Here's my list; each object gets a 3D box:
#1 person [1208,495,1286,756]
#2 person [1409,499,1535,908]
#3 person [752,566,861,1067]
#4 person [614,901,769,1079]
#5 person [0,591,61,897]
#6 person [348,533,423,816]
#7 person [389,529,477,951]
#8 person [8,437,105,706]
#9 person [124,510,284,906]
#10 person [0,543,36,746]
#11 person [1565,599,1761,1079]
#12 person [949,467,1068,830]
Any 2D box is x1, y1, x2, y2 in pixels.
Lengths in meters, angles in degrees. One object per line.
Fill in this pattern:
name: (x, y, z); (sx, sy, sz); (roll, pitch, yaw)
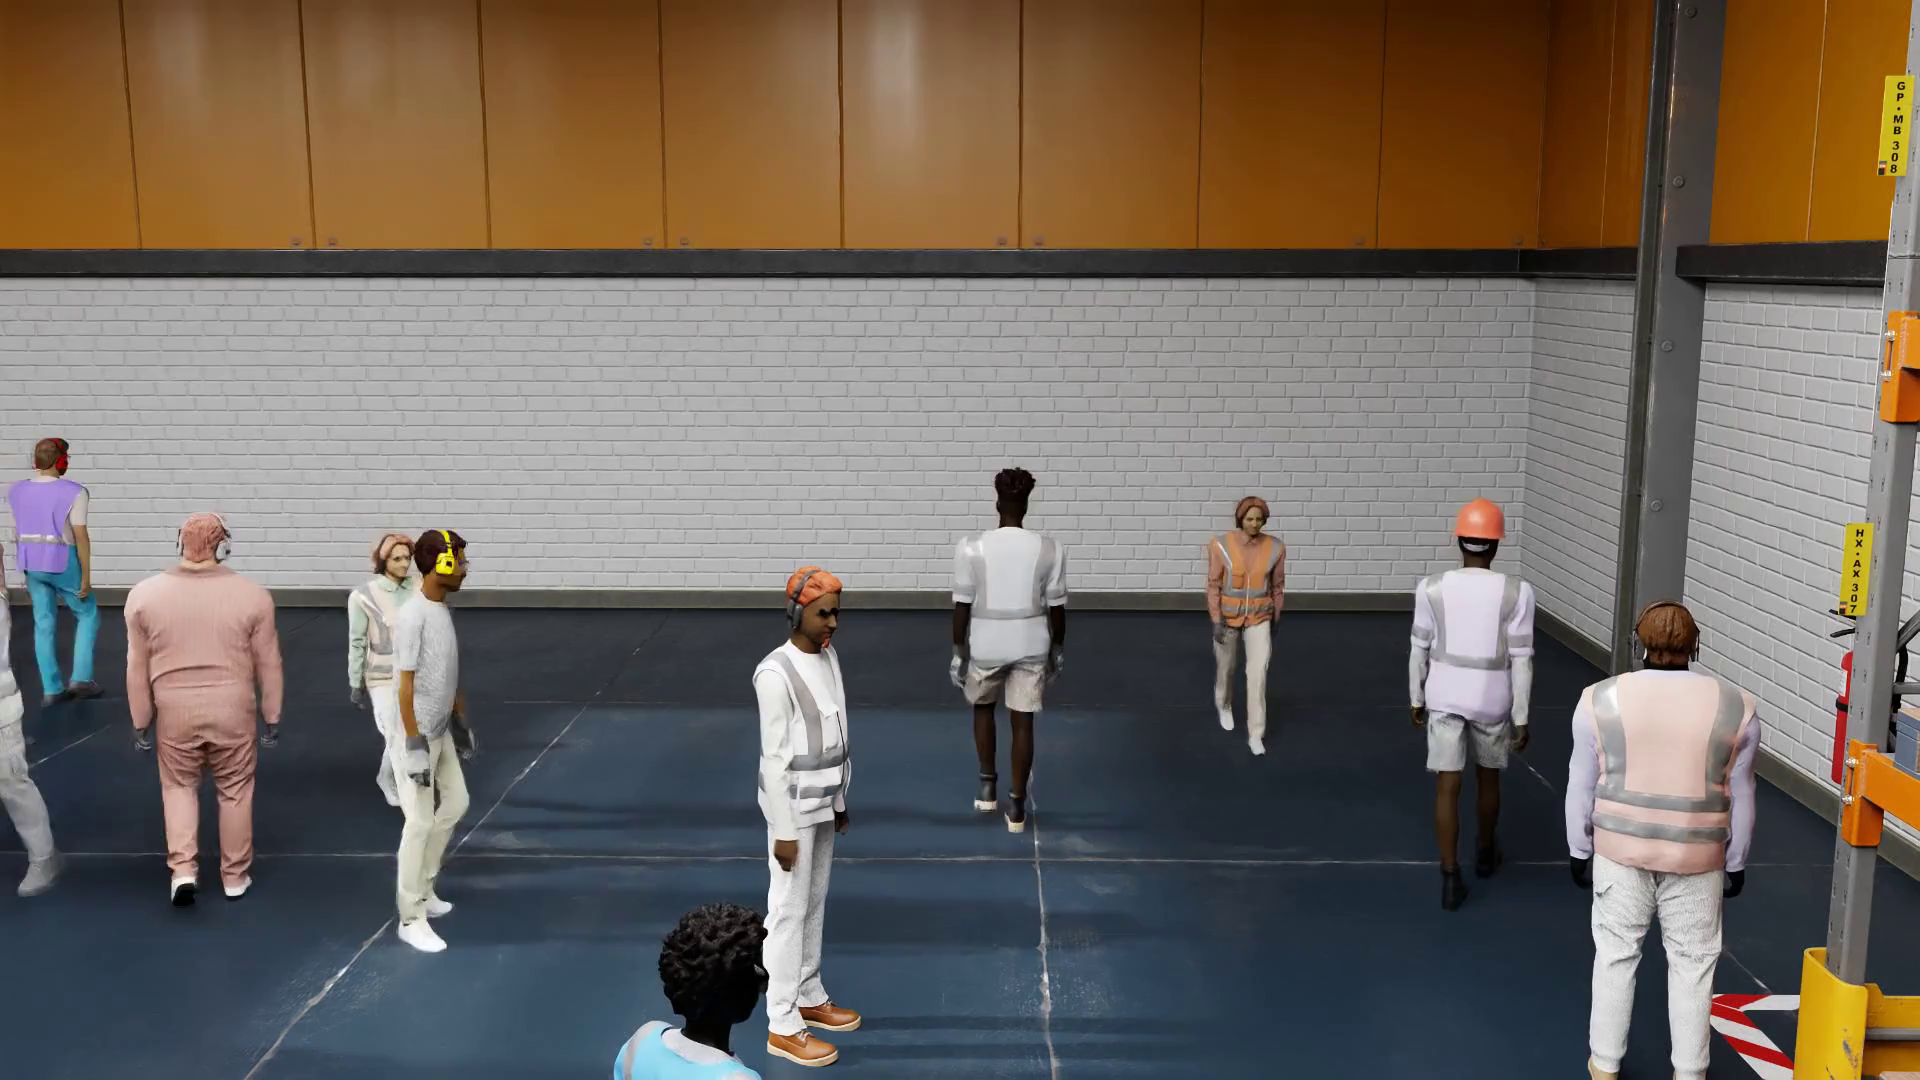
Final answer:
person: (1.788, 0.485, 10.494); (0.495, 1.595, 0.814); (0, 9, 1)
person: (2.461, 0.745, 8.004); (0.570, 1.905, 0.875); (4, 10, 21)
person: (-0.584, 1.032, 6.359); (0.355, 1.886, 0.572); (3, 10, 17)
person: (-0.525, 1.594, 3.548); (0.317, 1.696, 0.540); (-9, 13, -43)
person: (-4.618, 0.819, 7.668); (0.596, 1.879, 0.948); (3, 10, 15)
person: (-3.036, 0.738, 8.973); (0.525, 1.600, 0.858); (-9, 13, -43)
person: (-2.363, 0.881, 7.420); (0.352, 1.847, 0.592); (0, 9, 0)
person: (-6.201, 0.213, 11.428); (0.575, 1.825, 0.518); (0, 9, 3)
person: (-3.497, 0.799, 7.749); (0.667, 1.887, 0.531); (-3, 10, -16)
person: (-6.060, 0.429, 10.325); (0.523, 1.769, 0.309); (6, 11, 33)
person: (2.505, 1.122, 5.989); (0.628, 1.838, 0.429); (4, 10, 21)
person: (0.258, 0.563, 8.992); (0.638, 1.937, 0.633); (0, 9, -1)
